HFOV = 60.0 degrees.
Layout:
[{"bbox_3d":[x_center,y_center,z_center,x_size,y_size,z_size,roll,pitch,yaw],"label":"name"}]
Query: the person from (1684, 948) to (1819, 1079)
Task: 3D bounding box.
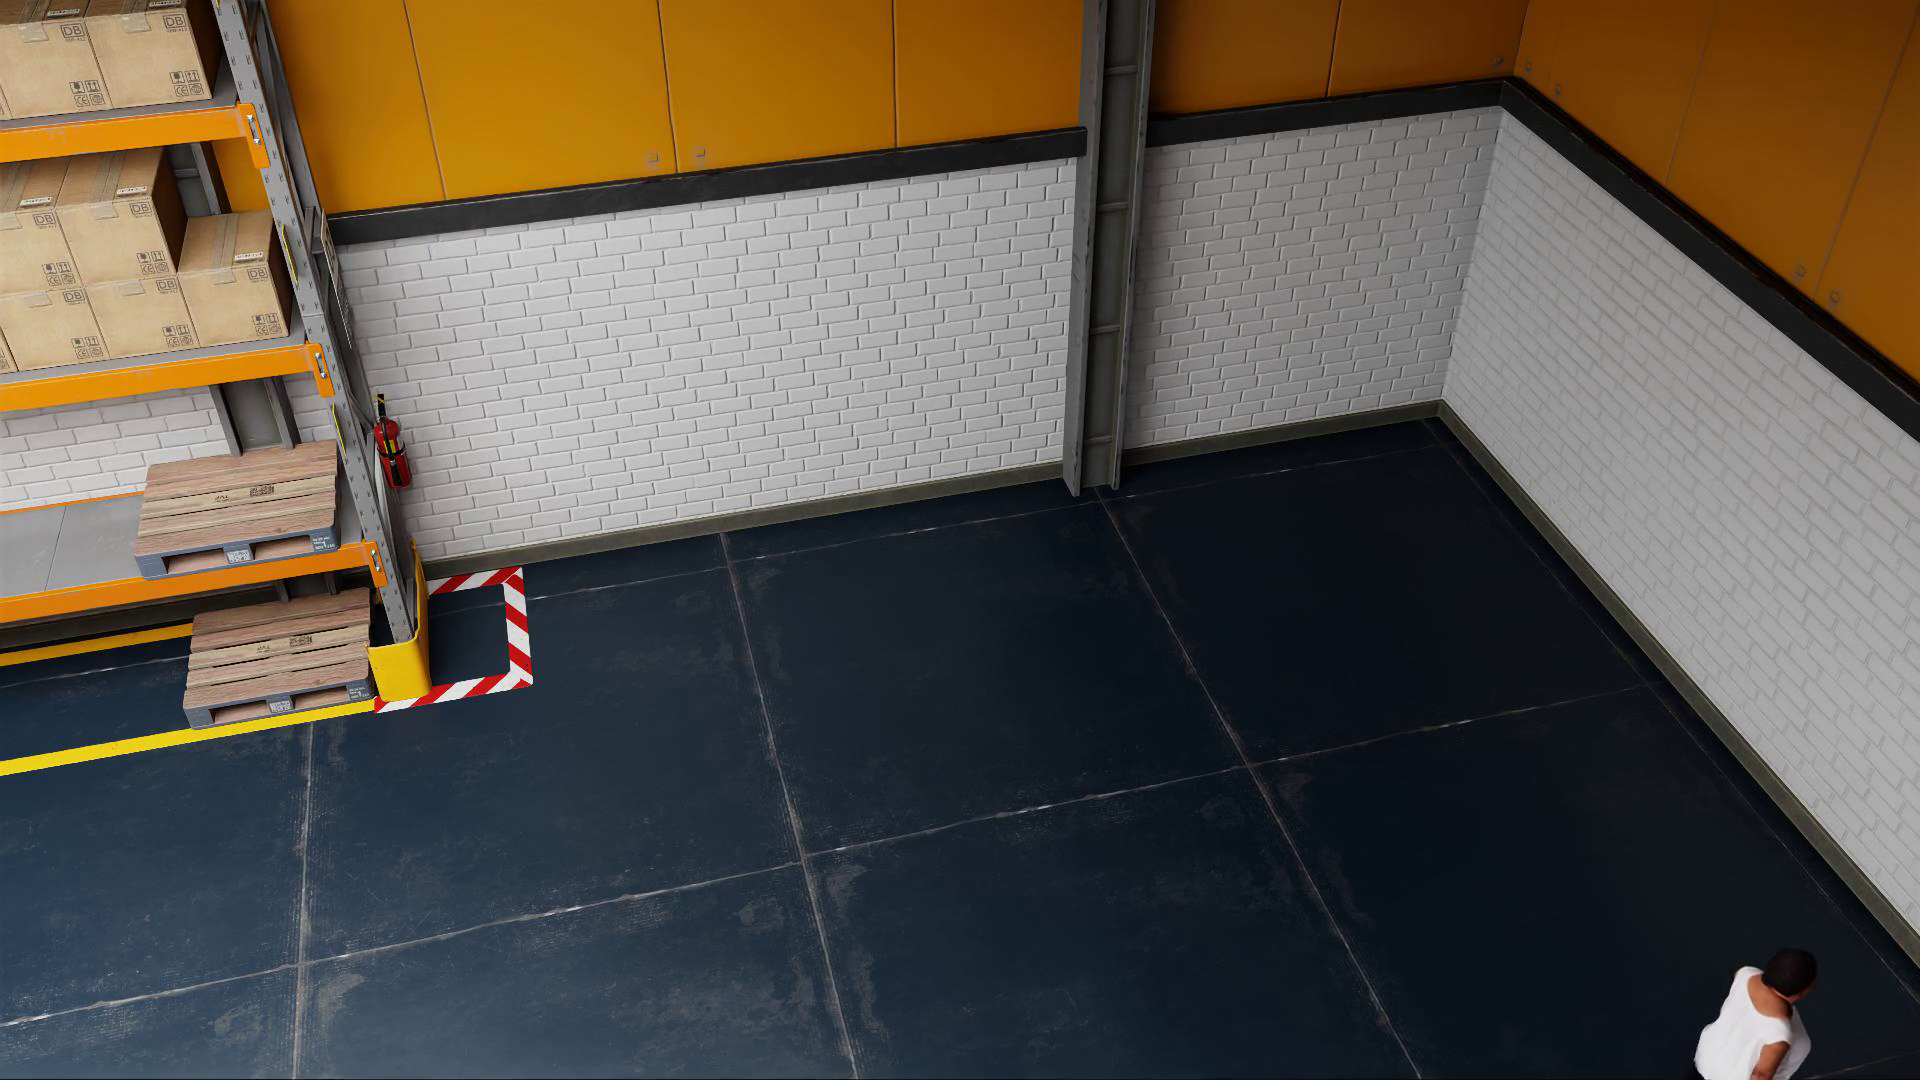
[{"bbox_3d":[3.816,2.623,8.269,1.140,1.652,0.851,1,39,1],"label":"person"}]
